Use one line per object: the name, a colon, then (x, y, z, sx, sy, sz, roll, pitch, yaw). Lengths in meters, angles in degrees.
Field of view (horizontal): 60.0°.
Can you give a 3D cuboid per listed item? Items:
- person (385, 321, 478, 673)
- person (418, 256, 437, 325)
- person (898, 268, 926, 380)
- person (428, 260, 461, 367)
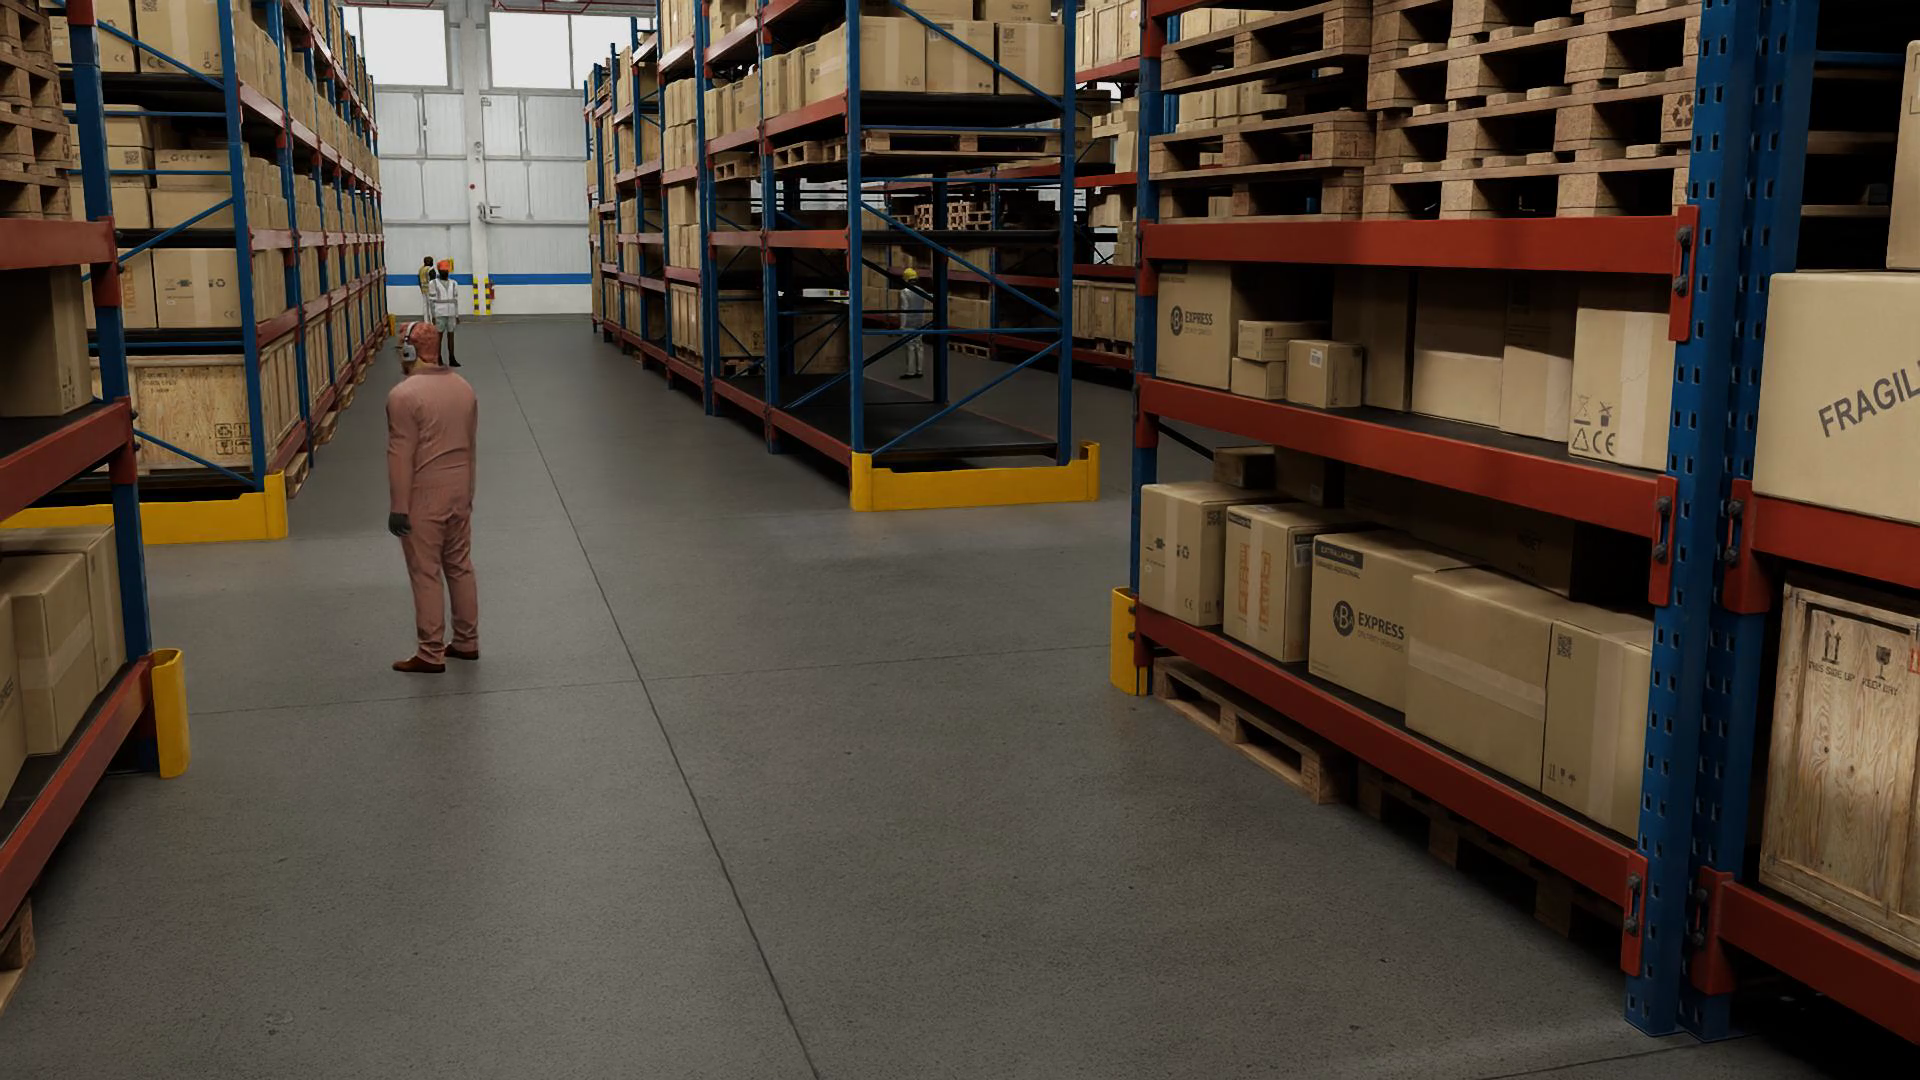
person: (-2.889, -0.234, 9.056, 0.399, 1.899, 0.646, 4, 11, 19)
person: (-13.844, -6.481, 43.449, 0.637, 1.842, 0.429, 8, 13, 38)
person: (-0.809, -3.547, 27.381, 0.403, 1.835, 0.586, 8, 13, 38)
person: (-9.298, -4.086, 30.053, 0.545, 1.938, 0.362, -10, 14, -43)
